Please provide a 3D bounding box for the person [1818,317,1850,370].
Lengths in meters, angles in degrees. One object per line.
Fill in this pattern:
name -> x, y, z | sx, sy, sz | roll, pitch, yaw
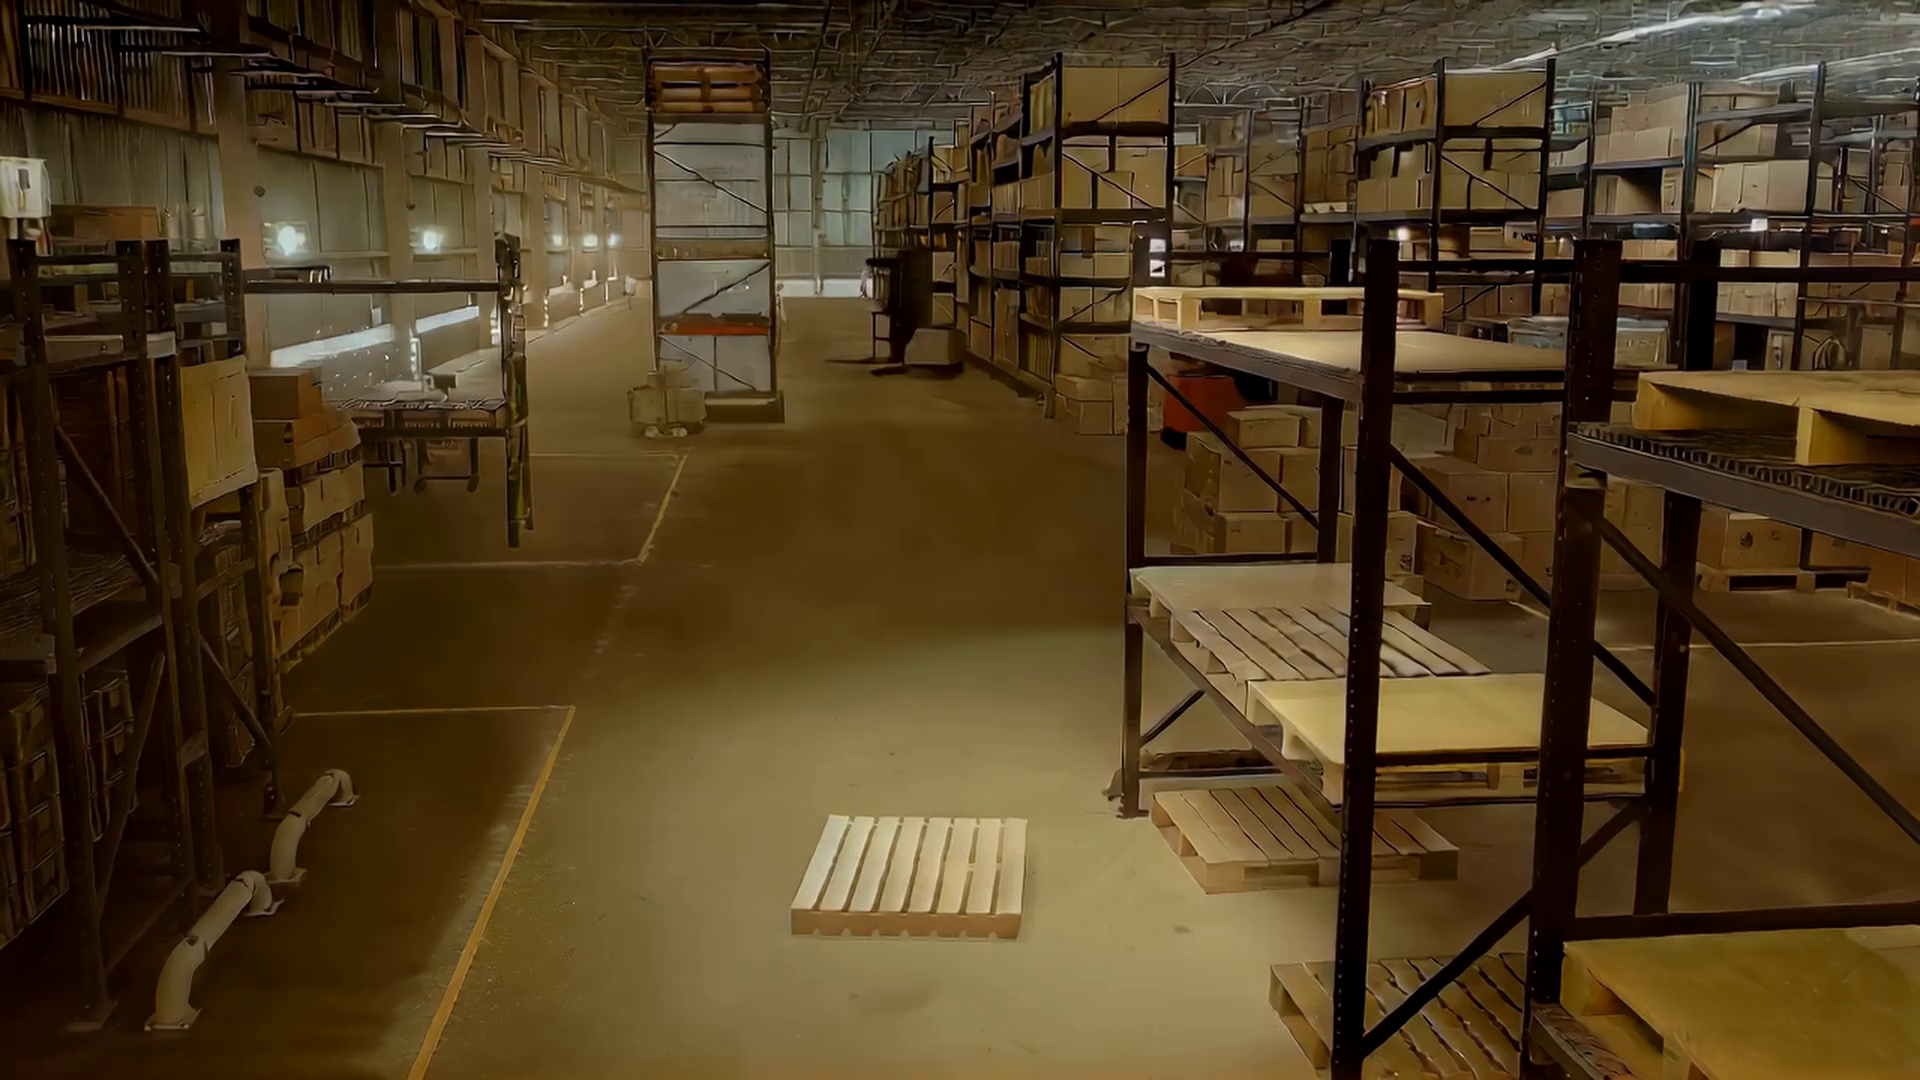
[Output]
person -> 12.933, -2.356, 24.693 | 0.387, 1.910, 0.591 | 8, 13, 39

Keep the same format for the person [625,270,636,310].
person -> -14.254, -10.798, 71.915 | 0.487, 1.746, 0.289 | -8, 13, -38

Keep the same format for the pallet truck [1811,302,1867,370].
pallet truck -> 15.846, -3.142, 28.793 | 1.885, 1.965, 0.823 | 2, 10, 12

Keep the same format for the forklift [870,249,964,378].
forklift -> -0.932, -5.023, 36.765 | 1.873, 2.768, 1.129 | 4, 11, 19

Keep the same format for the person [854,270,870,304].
person -> -4.666, -11.968, 78.773 | 0.819, 1.599, 0.533 | 0, 10, -1

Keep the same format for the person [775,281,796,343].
person -> -5.202, -6.665, 48.807 | 0.868, 1.810, 0.589 | -2, 10, -9

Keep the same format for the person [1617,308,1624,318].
person -> 11.604, -3.184, 29.480 | 0.430, 1.836, 0.624 | -10, 14, -44

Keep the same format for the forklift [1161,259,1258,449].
forklift -> 3.958, -2.724, 24.027 | 1.873, 2.768, 1.129 | -1, 10, -7
